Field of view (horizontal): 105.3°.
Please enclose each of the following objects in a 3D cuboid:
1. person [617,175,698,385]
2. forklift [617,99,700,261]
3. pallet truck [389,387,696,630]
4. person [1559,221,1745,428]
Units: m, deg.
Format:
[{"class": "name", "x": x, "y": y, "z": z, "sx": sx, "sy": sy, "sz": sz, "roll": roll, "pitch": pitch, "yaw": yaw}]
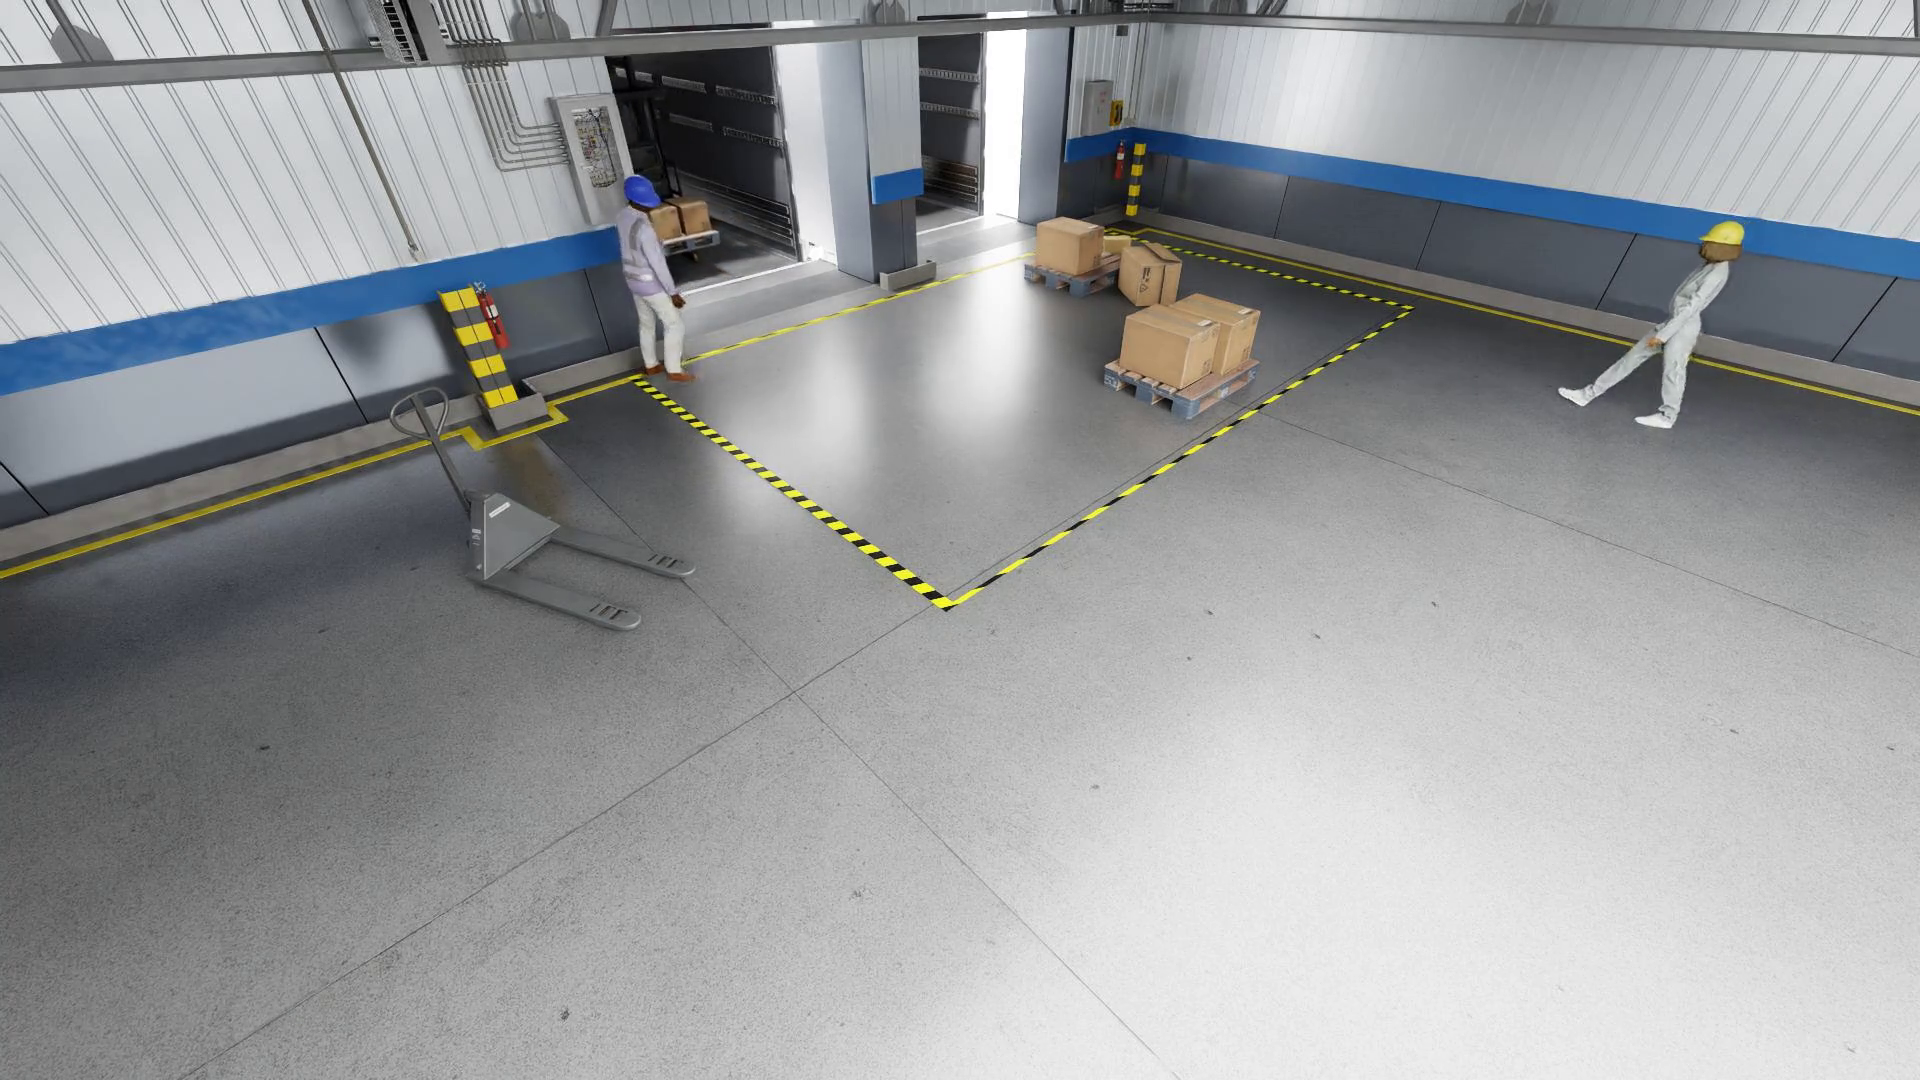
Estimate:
[{"class": "person", "x": -2.864, "y": -2.350, "z": 6.777, "sx": 0.396, "sy": 1.896, "sz": 0.662, "roll": -29, "pitch": 46, "yaw": -32}, {"class": "forklift", "x": -4.531, "y": -4.932, "z": 10.000, "sx": 0.716, "sy": 2.013, "sz": 0.776, "roll": -30, "pitch": 47, "yaw": -33}, {"class": "pallet truck", "x": -2.613, "y": -0.247, "z": 4.593, "sx": 1.601, "sy": 1.201, "sz": 0.680, "roll": 14, "pitch": 40, "yaw": 17}, {"class": "person", "x": 5.995, "y": -1.821, "z": 6.245, "sx": 0.886, "sy": 1.691, "sz": 0.508, "roll": 21, "pitch": 43, "yaw": 25}]
